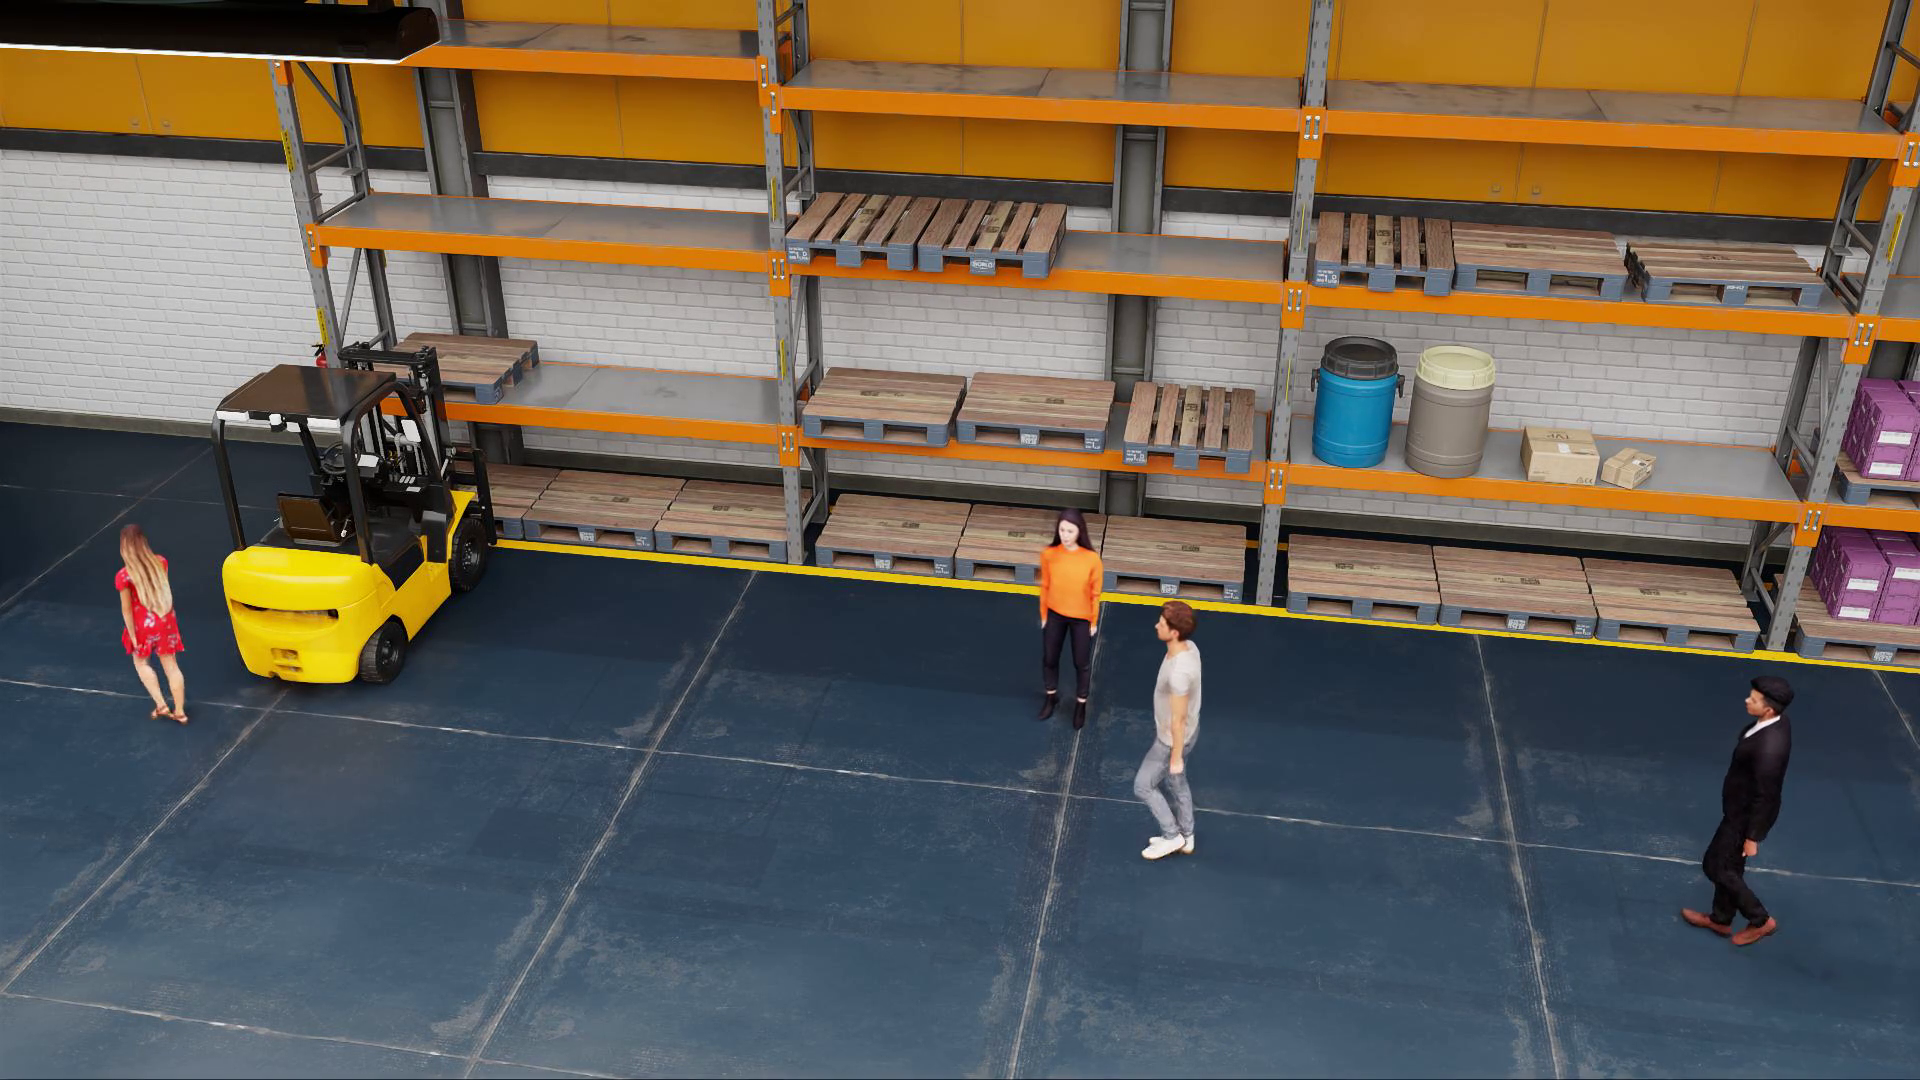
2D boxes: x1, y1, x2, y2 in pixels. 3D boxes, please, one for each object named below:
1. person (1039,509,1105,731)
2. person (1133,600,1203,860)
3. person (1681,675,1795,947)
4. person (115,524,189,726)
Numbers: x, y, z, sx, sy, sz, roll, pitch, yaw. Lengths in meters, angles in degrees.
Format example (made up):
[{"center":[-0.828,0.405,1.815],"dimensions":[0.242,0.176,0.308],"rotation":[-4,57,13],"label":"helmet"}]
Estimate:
[{"center":[0.790,0.548,11.939],"dimensions":[0.534,1.745,0.708],"rotation":[9,30,16],"label":"person"},{"center":[1.443,1.243,10.522],"dimensions":[0.620,1.880,0.674],"rotation":[5,29,8],"label":"person"},{"center":[4.755,1.638,9.814],"dimensions":[0.914,1.865,0.857],"rotation":[17,33,28],"label":"person"},{"center":[-5.730,0.642,11.944],"dimensions":[0.758,1.573,0.705],"rotation":[19,34,31],"label":"person"}]
